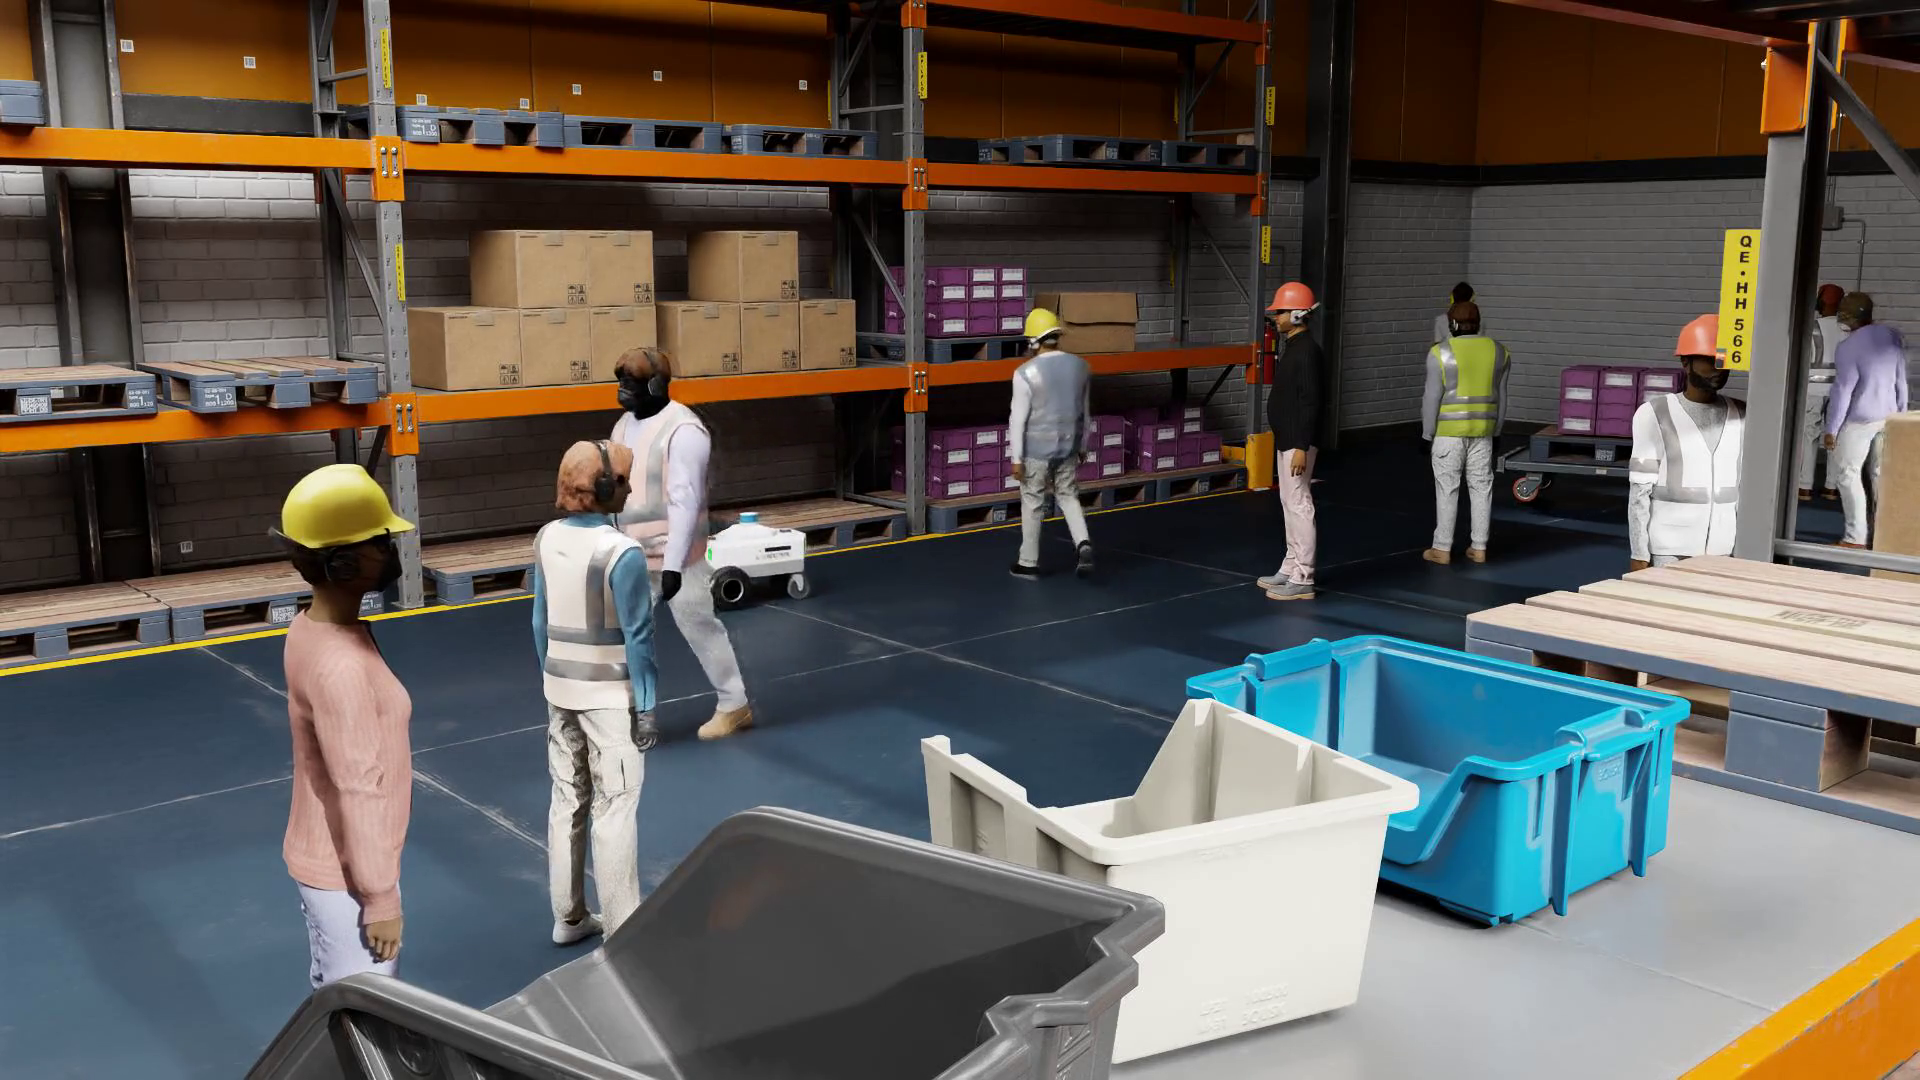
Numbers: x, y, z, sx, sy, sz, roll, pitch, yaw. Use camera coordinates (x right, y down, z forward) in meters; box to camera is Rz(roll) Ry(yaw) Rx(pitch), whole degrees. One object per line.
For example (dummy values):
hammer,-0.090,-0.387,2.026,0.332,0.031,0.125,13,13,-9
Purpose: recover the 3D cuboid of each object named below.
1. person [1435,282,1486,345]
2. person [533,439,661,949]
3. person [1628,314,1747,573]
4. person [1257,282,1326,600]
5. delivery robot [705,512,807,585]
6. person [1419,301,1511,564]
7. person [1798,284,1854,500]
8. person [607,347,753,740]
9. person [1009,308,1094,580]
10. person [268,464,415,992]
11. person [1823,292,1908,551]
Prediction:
person,4.963,-1.632,16.556,0.534,1.851,0.476,4,11,19
person,-1.129,0.505,5.193,0.523,1.636,0.311,8,13,39
person,3.108,0.018,7.068,0.545,1.942,0.354,-1,10,-7
person,2.099,-0.622,10.500,0.390,1.992,0.624,0,10,2
delivery robot,-1.320,0.070,10.395,0.707,0.478,0.477,-6,12,-32
person,3.508,-0.747,11.647,0.619,1.840,0.430,-2,10,-9
person,7.525,-1.282,14.510,0.575,1.885,0.355,-1,10,-6
person,-1.309,0.054,7.288,0.639,1.796,0.964,10,14,43
person,0.598,-0.610,10.927,0.632,1.815,0.646,-5,11,-27
person,-1.314,0.714,3.652,0.309,1.772,0.525,-5,11,-28
person,6.546,-0.829,11.966,0.781,1.904,0.358,-5,11,-25
